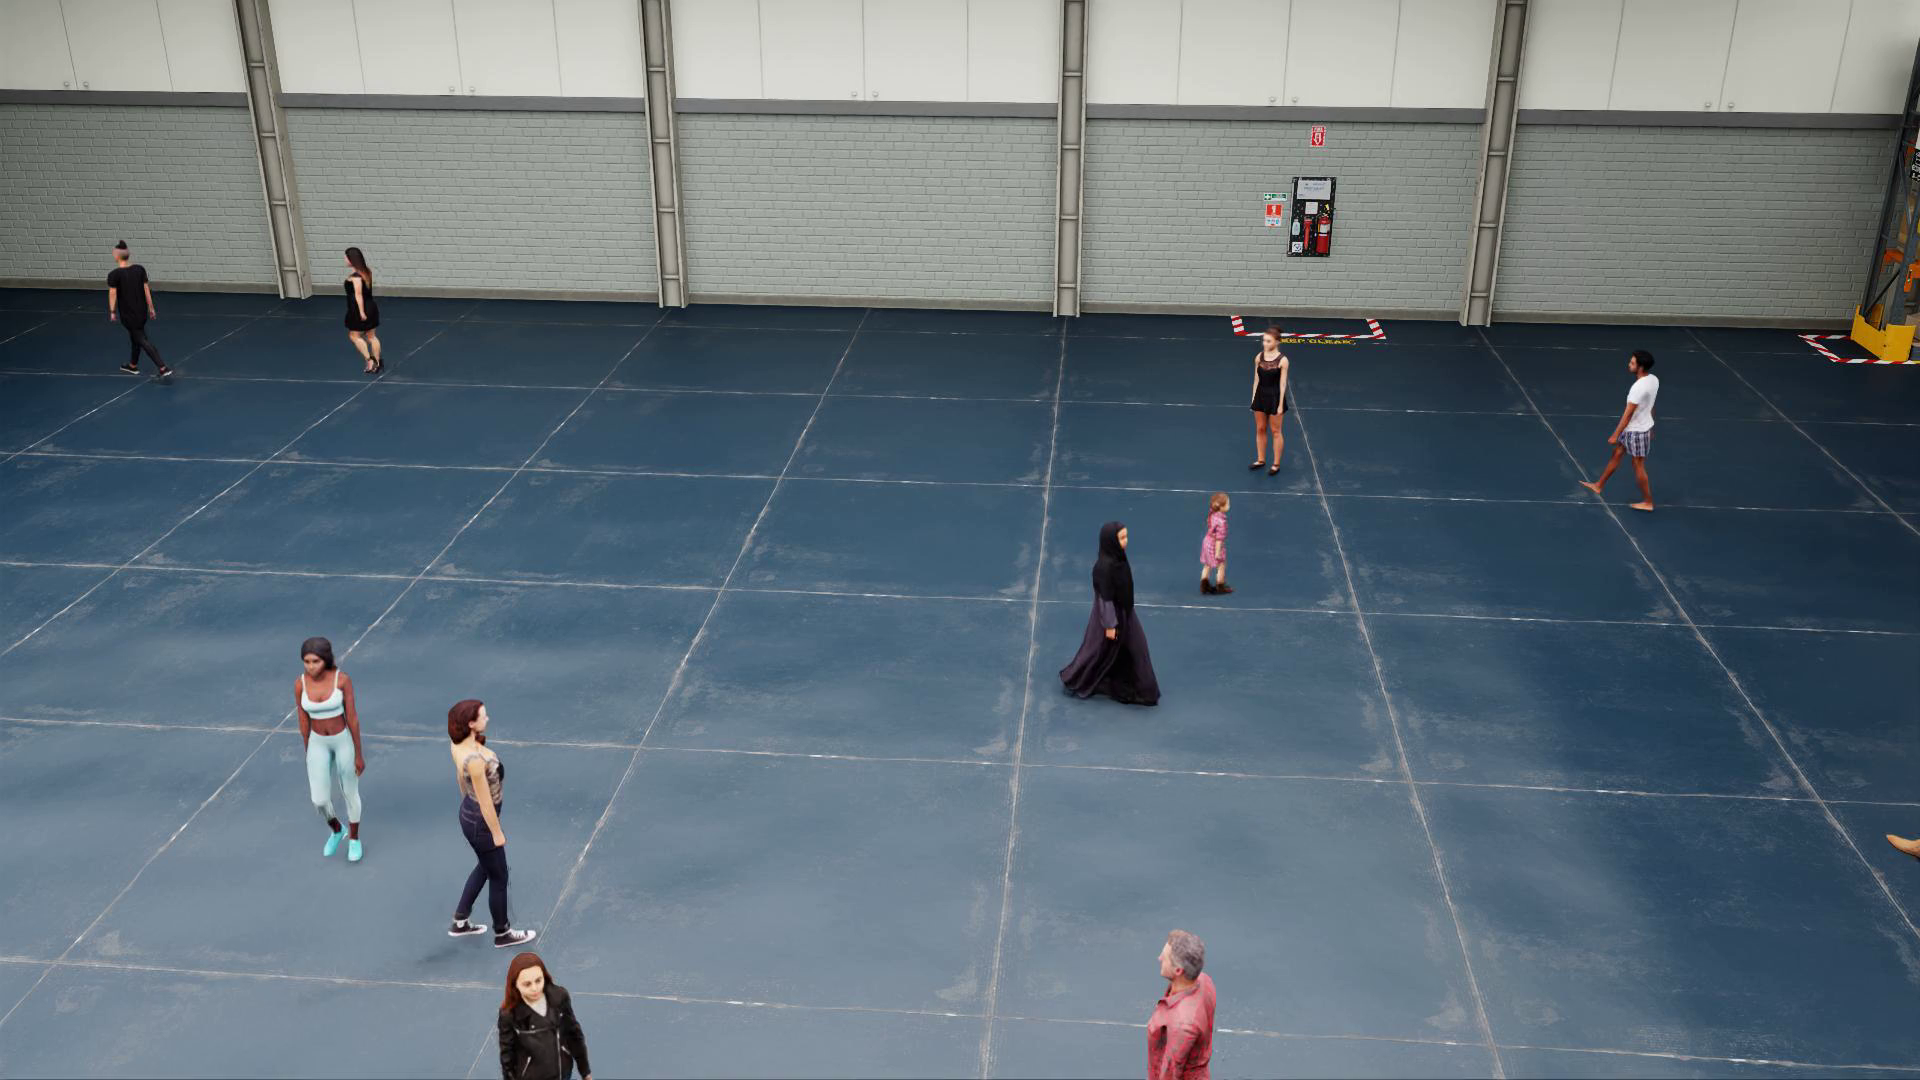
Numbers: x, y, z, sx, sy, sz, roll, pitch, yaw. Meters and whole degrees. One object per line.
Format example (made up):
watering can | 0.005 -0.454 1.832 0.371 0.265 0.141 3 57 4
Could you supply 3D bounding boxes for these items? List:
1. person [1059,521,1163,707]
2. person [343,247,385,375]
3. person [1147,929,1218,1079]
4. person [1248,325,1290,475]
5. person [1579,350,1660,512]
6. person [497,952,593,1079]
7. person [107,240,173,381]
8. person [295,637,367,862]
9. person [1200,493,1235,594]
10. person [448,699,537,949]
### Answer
person | 1.169 0.585 13.562 1.206 1.608 0.941 13 26 28
person | -7.756 -2.994 21.853 0.618 1.706 0.649 2 23 6
person | 1.146 2.750 8.208 0.947 1.814 0.826 8 24 19
person | 3.459 -1.568 18.536 0.671 1.679 0.749 20 30 38
person | 7.177 -1.109 17.441 1.166 1.689 1.003 17 28 34
person | -2.200 2.745 8.700 0.959 1.438 1.002 -17 28 -34
person | -10.668 -2.949 21.598 1.310 1.823 0.996 11 25 24
person | -4.302 1.410 11.487 0.586 1.714 0.690 -4 23 -9
person | 2.346 0.037 15.610 0.598 1.013 0.518 -7 24 -16
person | -3.061 1.807 10.485 0.880 1.767 0.804 -12 26 -27
